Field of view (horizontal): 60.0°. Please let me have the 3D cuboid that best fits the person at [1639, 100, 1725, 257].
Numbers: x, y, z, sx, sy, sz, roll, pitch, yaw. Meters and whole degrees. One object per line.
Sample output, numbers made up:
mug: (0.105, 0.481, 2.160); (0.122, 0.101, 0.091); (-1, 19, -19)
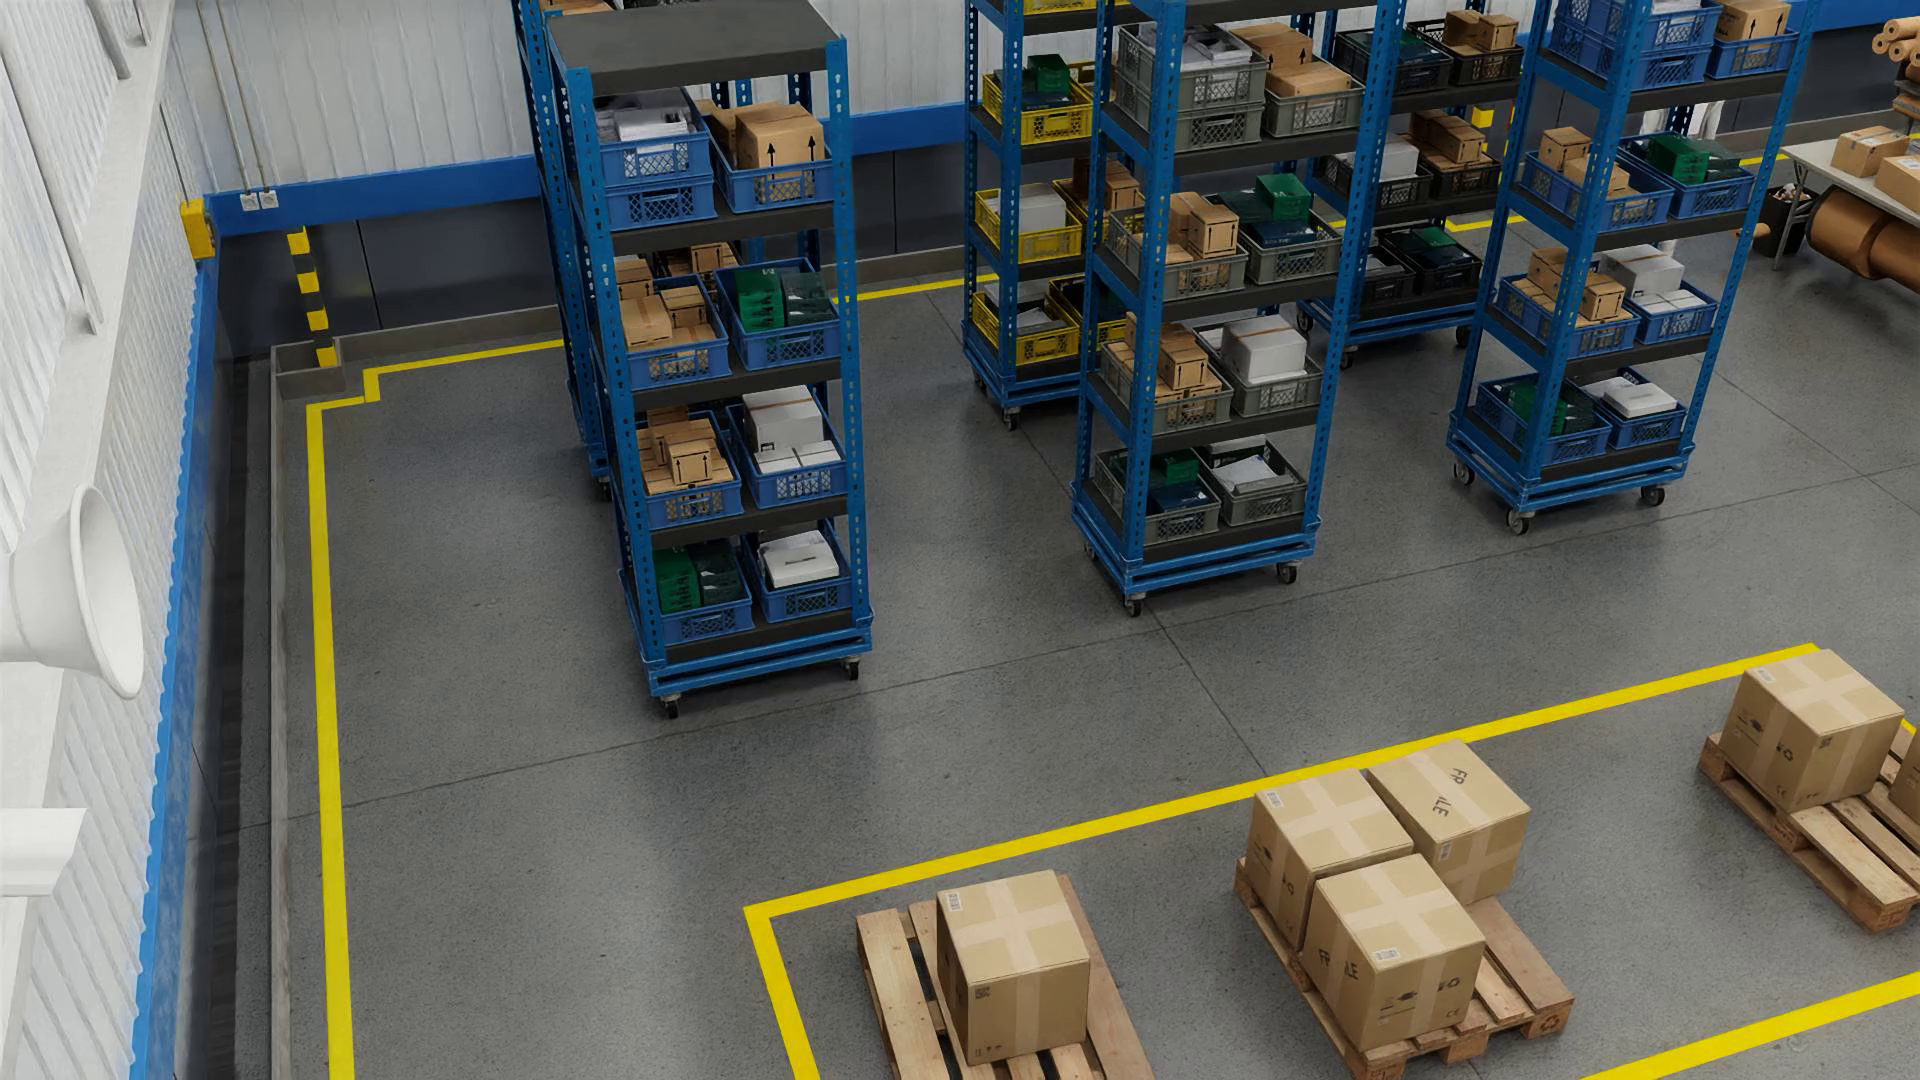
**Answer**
person: (5.457, -2.919, 12.794); (0.574, 1.882, 0.355); (1, 35, 1)
